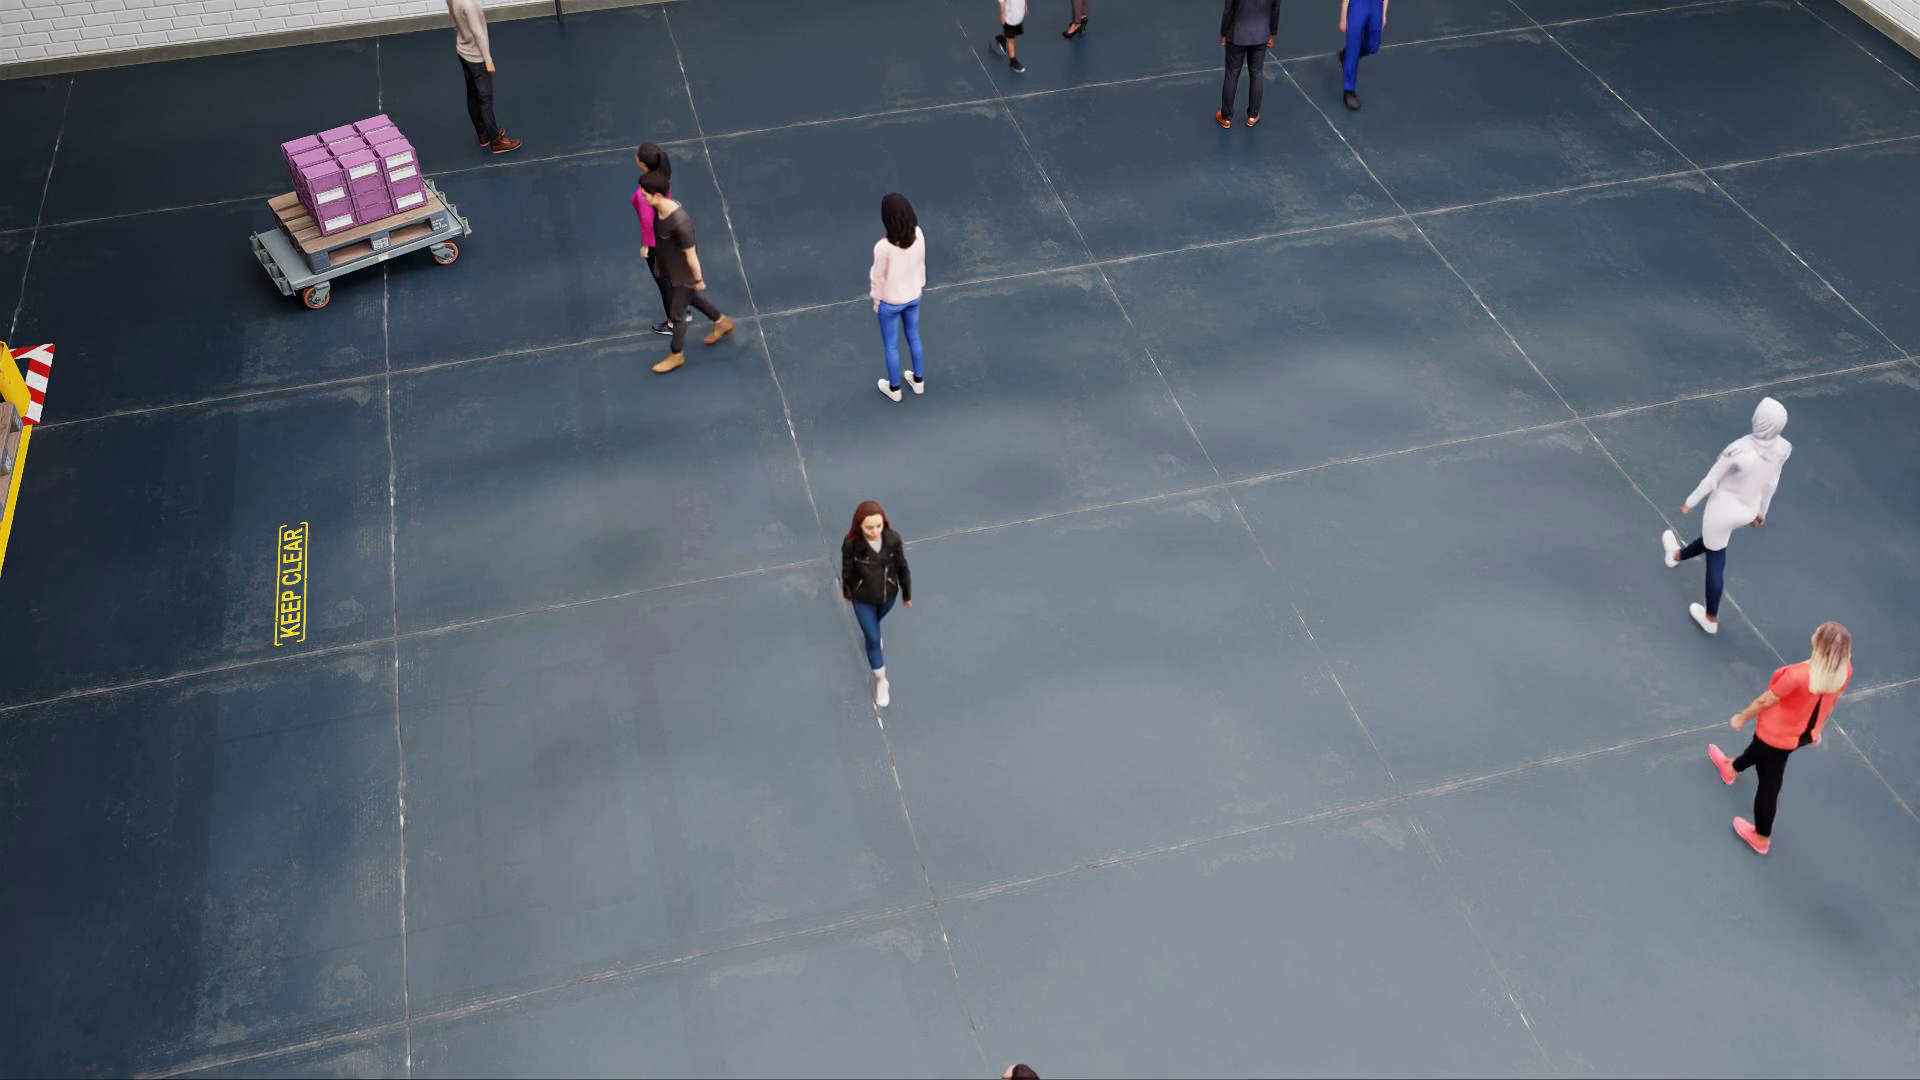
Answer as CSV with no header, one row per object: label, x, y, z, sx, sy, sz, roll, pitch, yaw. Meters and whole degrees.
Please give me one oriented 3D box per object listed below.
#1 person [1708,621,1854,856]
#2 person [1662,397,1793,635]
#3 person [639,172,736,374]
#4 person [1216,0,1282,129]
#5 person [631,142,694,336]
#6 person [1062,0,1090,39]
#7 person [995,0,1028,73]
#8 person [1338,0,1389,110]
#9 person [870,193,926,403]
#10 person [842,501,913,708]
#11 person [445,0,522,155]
person,4.777,1.176,9.513,0.651,1.666,0.990,-15,46,-16
person,5.039,-0.109,10.810,0.672,1.738,1.080,-8,44,-9
person,-2.114,-2.144,12.992,0.814,1.675,1.006,-21,47,-20
person,2.704,-4.736,15.604,0.753,1.824,0.679,-1,44,-1
person,-2.375,-2.407,13.251,0.755,1.698,0.680,16,46,16
person,1.215,-5.964,17.007,0.729,1.667,0.636,13,45,13
person,0.497,-5.355,16.669,0.668,1.252,0.806,-31,52,-28
person,3.855,-5.133,16.011,0.627,1.839,0.898,-10,44,-10
person,-0.454,-1.823,12.590,0.702,1.766,0.673,-27,50,-25
person,-0.557,0.280,10.614,0.577,1.446,0.959,-11,45,-11
person,-4.467,-4.451,15.274,0.794,1.868,0.666,-31,51,-28
